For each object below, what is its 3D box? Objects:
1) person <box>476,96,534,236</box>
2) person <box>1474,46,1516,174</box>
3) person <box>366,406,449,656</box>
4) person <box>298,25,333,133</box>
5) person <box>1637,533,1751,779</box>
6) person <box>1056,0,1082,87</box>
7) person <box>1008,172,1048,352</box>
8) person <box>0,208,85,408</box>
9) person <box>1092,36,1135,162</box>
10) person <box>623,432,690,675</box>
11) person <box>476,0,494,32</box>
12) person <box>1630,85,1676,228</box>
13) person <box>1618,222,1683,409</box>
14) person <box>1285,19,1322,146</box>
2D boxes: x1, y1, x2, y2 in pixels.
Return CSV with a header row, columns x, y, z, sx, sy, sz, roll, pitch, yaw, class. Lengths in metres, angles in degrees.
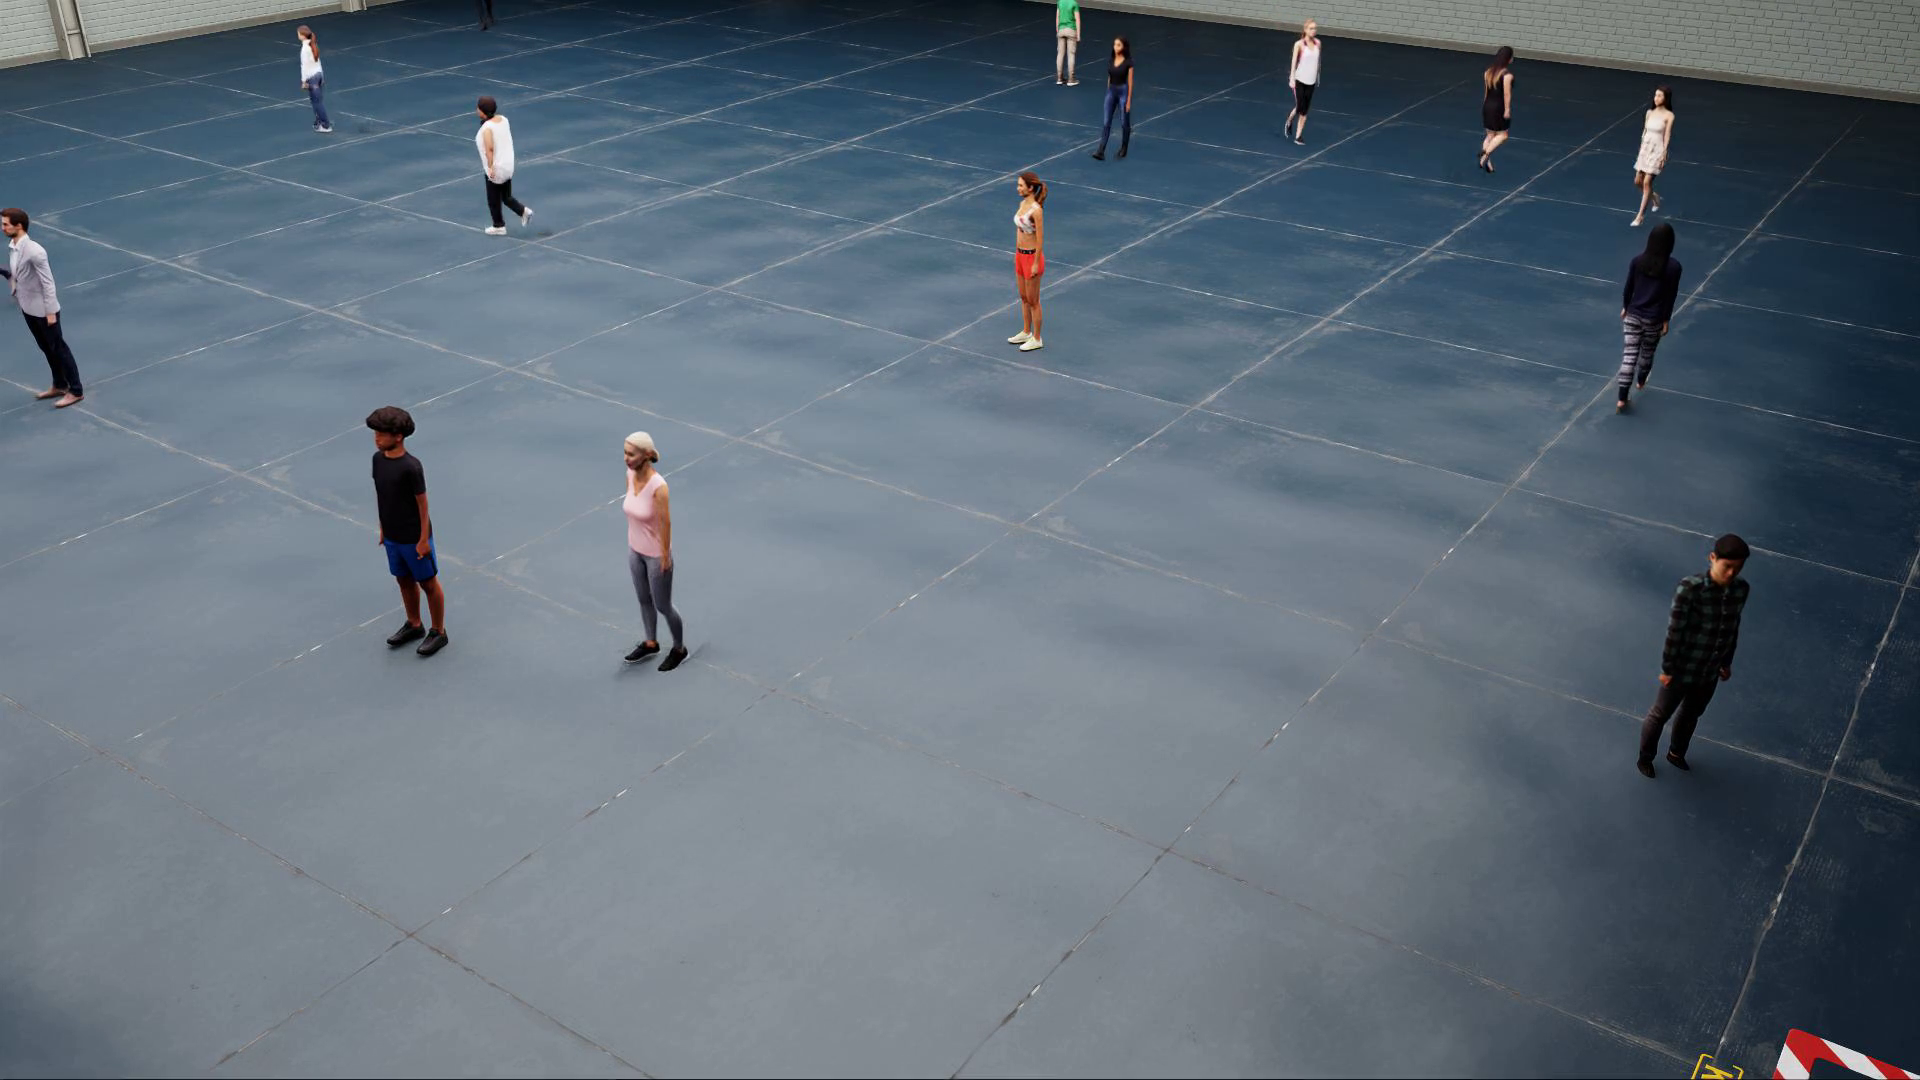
x,y,z,sx,sy,sz,roll,pitch,yaw,class
-5.531,-4.508,20.062,0.861,1.673,0.858,7,28,14,person
7.203,-5.789,22.515,0.891,1.705,0.833,-11,29,-20,person
-3.761,-0.079,11.322,0.616,1.799,0.596,14,31,26,person
-9.545,-6.862,24.775,0.701,1.543,0.639,5,28,11,person
4.420,0.707,10.030,0.724,1.712,0.773,-6,28,-12,person
1.791,-8.450,27.741,0.605,1.652,0.541,15,31,26,person
0.696,-2.781,16.582,0.689,1.789,0.670,-12,29,-21,person
-8.459,-2.155,15.299,0.681,1.851,0.570,20,33,33,person
2.270,-6.157,23.240,0.649,1.695,1.143,16,31,28,person
-2.055,0.058,11.129,0.584,1.733,0.616,24,36,38,person
-9.251,-10.797,32.145,0.890,1.792,0.971,-1,27,-3,person
8.548,-4.690,20.357,0.859,1.726,0.745,-14,30,-25,person
6.246,-2.020,15.218,0.653,1.684,1.069,16,31,29,person
4.952,-6.646,24.099,0.778,1.778,0.831,-11,29,-20,person
